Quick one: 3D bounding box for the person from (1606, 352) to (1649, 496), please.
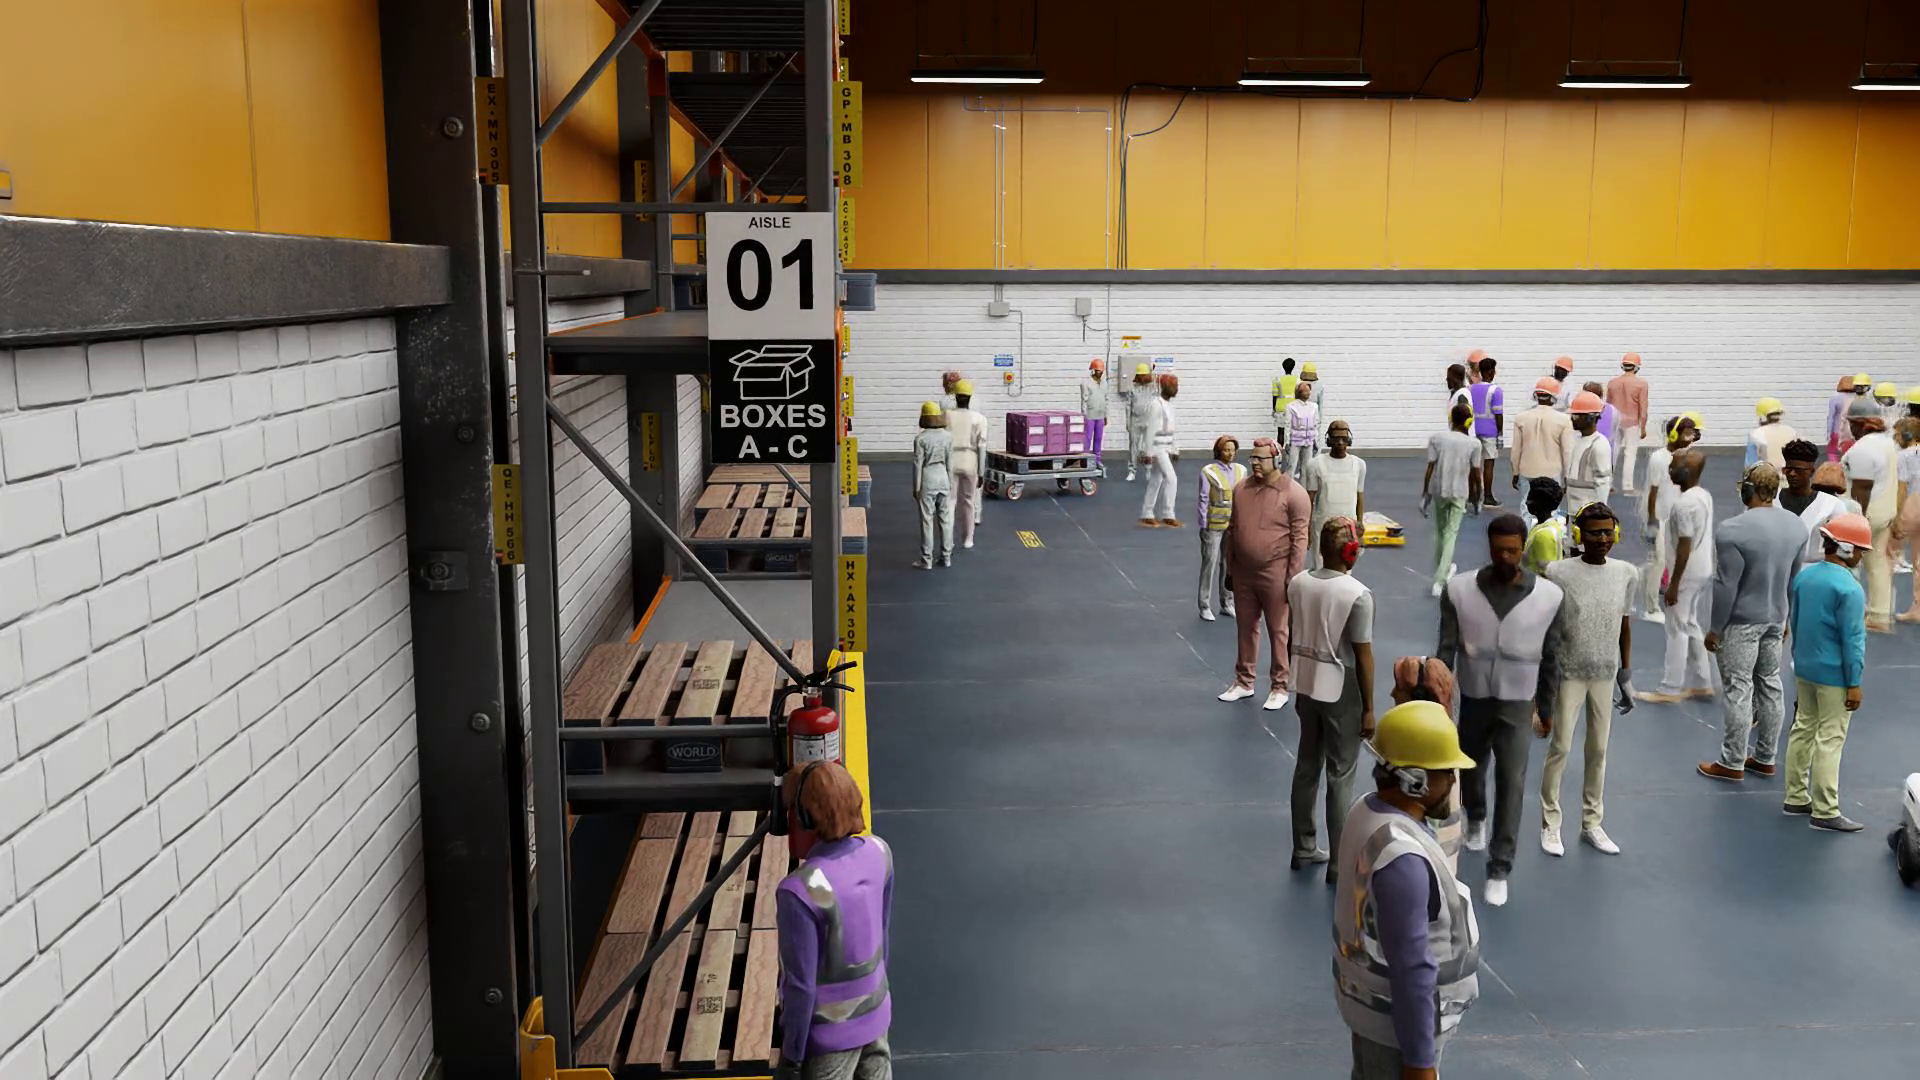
[{"bbox_3d":[9.201,-1.599,22.971,0.434,1.981,0.631,-6,11,-34],"label":"person"}]

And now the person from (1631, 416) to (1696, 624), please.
[{"bbox_3d":[6.084,-0.186,14.547,0.522,1.841,0.588,-8,12,-41],"label":"person"}]

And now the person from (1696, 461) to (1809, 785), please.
[{"bbox_3d":[4.722,0.494,9.935,0.631,1.940,0.372,-3,10,-21],"label":"person"}]

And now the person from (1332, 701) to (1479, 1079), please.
[{"bbox_3d":[1.286,1.362,4.826,0.404,1.828,0.594,0,9,2],"label":"person"}]

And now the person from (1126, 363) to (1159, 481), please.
[{"bbox_3d":[2.686,-1.732,24.526,0.492,1.742,0.323,2,9,10],"label":"person"}]

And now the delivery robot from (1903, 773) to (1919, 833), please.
[{"bbox_3d":[5.020,1.379,8.412,0.477,0.478,0.707,4,10,21],"label":"delivery robot"}]

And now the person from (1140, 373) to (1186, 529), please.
[{"bbox_3d":[2.495,-1.052,19.876,0.756,1.856,0.596,4,10,23],"label":"person"}]

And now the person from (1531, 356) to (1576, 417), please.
[{"bbox_3d":[8.367,-1.645,23.494,0.588,1.898,0.487,1,9,8],"label":"person"}]

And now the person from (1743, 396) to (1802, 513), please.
[{"bbox_3d":[8.217,-0.544,16.851,0.625,1.805,0.461,0,9,-2],"label":"person"}]

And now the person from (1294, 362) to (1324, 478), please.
[{"bbox_3d":[5.203,-1.788,24.871,0.484,1.745,0.296,-4,10,-24],"label":"person"}]

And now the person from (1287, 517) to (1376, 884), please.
[{"bbox_3d":[1.852,0.797,8.339,0.390,1.840,0.564,-5,11,-31],"label":"person"}]

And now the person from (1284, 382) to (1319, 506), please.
[{"bbox_3d":[4.477,-1.258,21.853,0.518,1.645,0.307,-4,10,-22],"label":"person"}]

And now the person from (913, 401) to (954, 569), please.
[{"bbox_3d":[-0.290,-0.573,17.276,0.480,1.735,0.318,-6,11,-34],"label":"person"}]

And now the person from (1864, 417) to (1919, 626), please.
[{"bbox_3d":[8.250,-0.174,14.557,0.537,1.795,0.778,-3,10,-20],"label":"person"}]

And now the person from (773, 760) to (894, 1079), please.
[{"bbox_3d":[-0.367,1.446,4.895,0.315,1.638,0.517,5,10,30],"label":"person"}]

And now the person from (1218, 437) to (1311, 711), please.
[{"bbox_3d":[2.121,0.231,11.690,0.642,1.909,0.409,9,12,43],"label":"person"}]

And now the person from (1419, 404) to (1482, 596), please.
[{"bbox_3d":[4.728,-0.399,15.938,0.543,1.808,0.994,5,10,29],"label":"person"}]

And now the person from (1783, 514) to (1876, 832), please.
[{"bbox_3d":[4.794,0.717,9.142,0.339,1.741,0.565,-1,9,-4],"label":"person"}]

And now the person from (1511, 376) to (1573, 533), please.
[{"bbox_3d":[6.012,-0.689,17.186,0.616,1.993,0.395,6,11,35],"label":"person"}]

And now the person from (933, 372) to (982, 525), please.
[{"bbox_3d":[-0.020,-1.128,20.373,0.743,1.848,0.981,-5,10,-30],"label":"person"}]

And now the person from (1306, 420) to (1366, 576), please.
[{"bbox_3d":[3.113,-0.077,13.810,0.507,1.846,0.344,-1,9,-5],"label":"person"}]

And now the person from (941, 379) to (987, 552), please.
[{"bbox_3d":[-0.003,-0.805,18.219,0.585,1.902,0.782,1,9,6],"label":"person"}]

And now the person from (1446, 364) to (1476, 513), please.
[{"bbox_3d":[6.383,-1.295,21.274,0.400,1.909,0.608,1,9,9],"label":"person"}]

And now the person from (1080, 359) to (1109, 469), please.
[{"bbox_3d":[2.115,-1.949,25.896,0.557,1.743,0.350,-7,11,-37],"label":"person"}]

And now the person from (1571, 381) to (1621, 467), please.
[{"bbox_3d":[7.263,-0.913,19.147,0.629,1.829,0.458,-1,9,-7],"label":"person"}]

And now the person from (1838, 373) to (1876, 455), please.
[{"bbox_3d":[11.660,-1.284,21.626,0.298,1.772,0.533,-4,10,-22],"label":"person"}]

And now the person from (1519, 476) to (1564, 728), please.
[{"bbox_3d":[3.897,0.414,11.195,0.318,1.697,0.534,3,9,17],"label":"person"}]

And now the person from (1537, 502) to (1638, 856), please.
[{"bbox_3d":[3.285,0.724,8.708,0.513,1.872,0.328,-1,9,-4],"label":"person"}]

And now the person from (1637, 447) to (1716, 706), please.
[{"bbox_3d":[5.089,0.261,11.721,0.372,1.850,0.510,6,11,35],"label":"person"}]

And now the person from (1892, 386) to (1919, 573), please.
[{"bbox_3d":[9.654,-0.604,16.903,0.516,1.911,0.602,2,9,14],"label":"person"}]

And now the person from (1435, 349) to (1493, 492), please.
[{"bbox_3d":[7.176,-1.706,23.549,0.613,2.014,0.929,-4,10,-23],"label":"person"}]

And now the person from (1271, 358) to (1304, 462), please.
[{"bbox_3d":[5.319,-2.103,26.997,0.533,1.697,0.322,1,9,8],"label":"person"}]

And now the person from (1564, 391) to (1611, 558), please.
[{"bbox_3d":[5.348,-0.256,14.316,0.376,2.042,0.615,0,9,1],"label":"person"}]

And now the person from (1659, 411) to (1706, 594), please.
[{"bbox_3d":[6.858,-0.348,15.796,0.344,1.756,0.518,5,10,30],"label":"person"}]

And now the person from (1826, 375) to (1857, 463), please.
[{"bbox_3d":[12.521,-1.518,23.552,0.513,1.619,0.364,1,9,9],"label":"person"}]

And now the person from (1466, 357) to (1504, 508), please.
[{"bbox_3d":[6.871,-1.407,21.781,0.367,1.966,0.606,-6,11,-33],"label":"person"}]

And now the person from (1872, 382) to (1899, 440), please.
[{"bbox_3d":[10.953,-0.992,19.810,0.314,1.768,0.527,9,13,44],"label":"person"}]

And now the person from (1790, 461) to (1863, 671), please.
[{"bbox_3d":[6.565,0.213,12.653,0.507,1.632,0.282,7,11,36],"label":"person"}]

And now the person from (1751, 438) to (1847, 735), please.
[{"bbox_3d":[5.499,0.307,11.021,0.604,1.966,0.367,8,12,40],"label":"person"}]

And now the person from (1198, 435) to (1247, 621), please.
[{"bbox_3d":[2.315,-0.109,14.661,0.523,1.638,0.310,-5,10,-28],"label":"person"}]

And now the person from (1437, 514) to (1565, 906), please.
[{"bbox_3d":[2.695,0.778,8.349,0.590,1.888,0.947,3,10,20],"label":"person"}]

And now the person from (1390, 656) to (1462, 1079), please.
[{"bbox_3d":[1.710,1.234,6.221,0.306,1.640,0.522,3,9,16],"label":"person"}]
